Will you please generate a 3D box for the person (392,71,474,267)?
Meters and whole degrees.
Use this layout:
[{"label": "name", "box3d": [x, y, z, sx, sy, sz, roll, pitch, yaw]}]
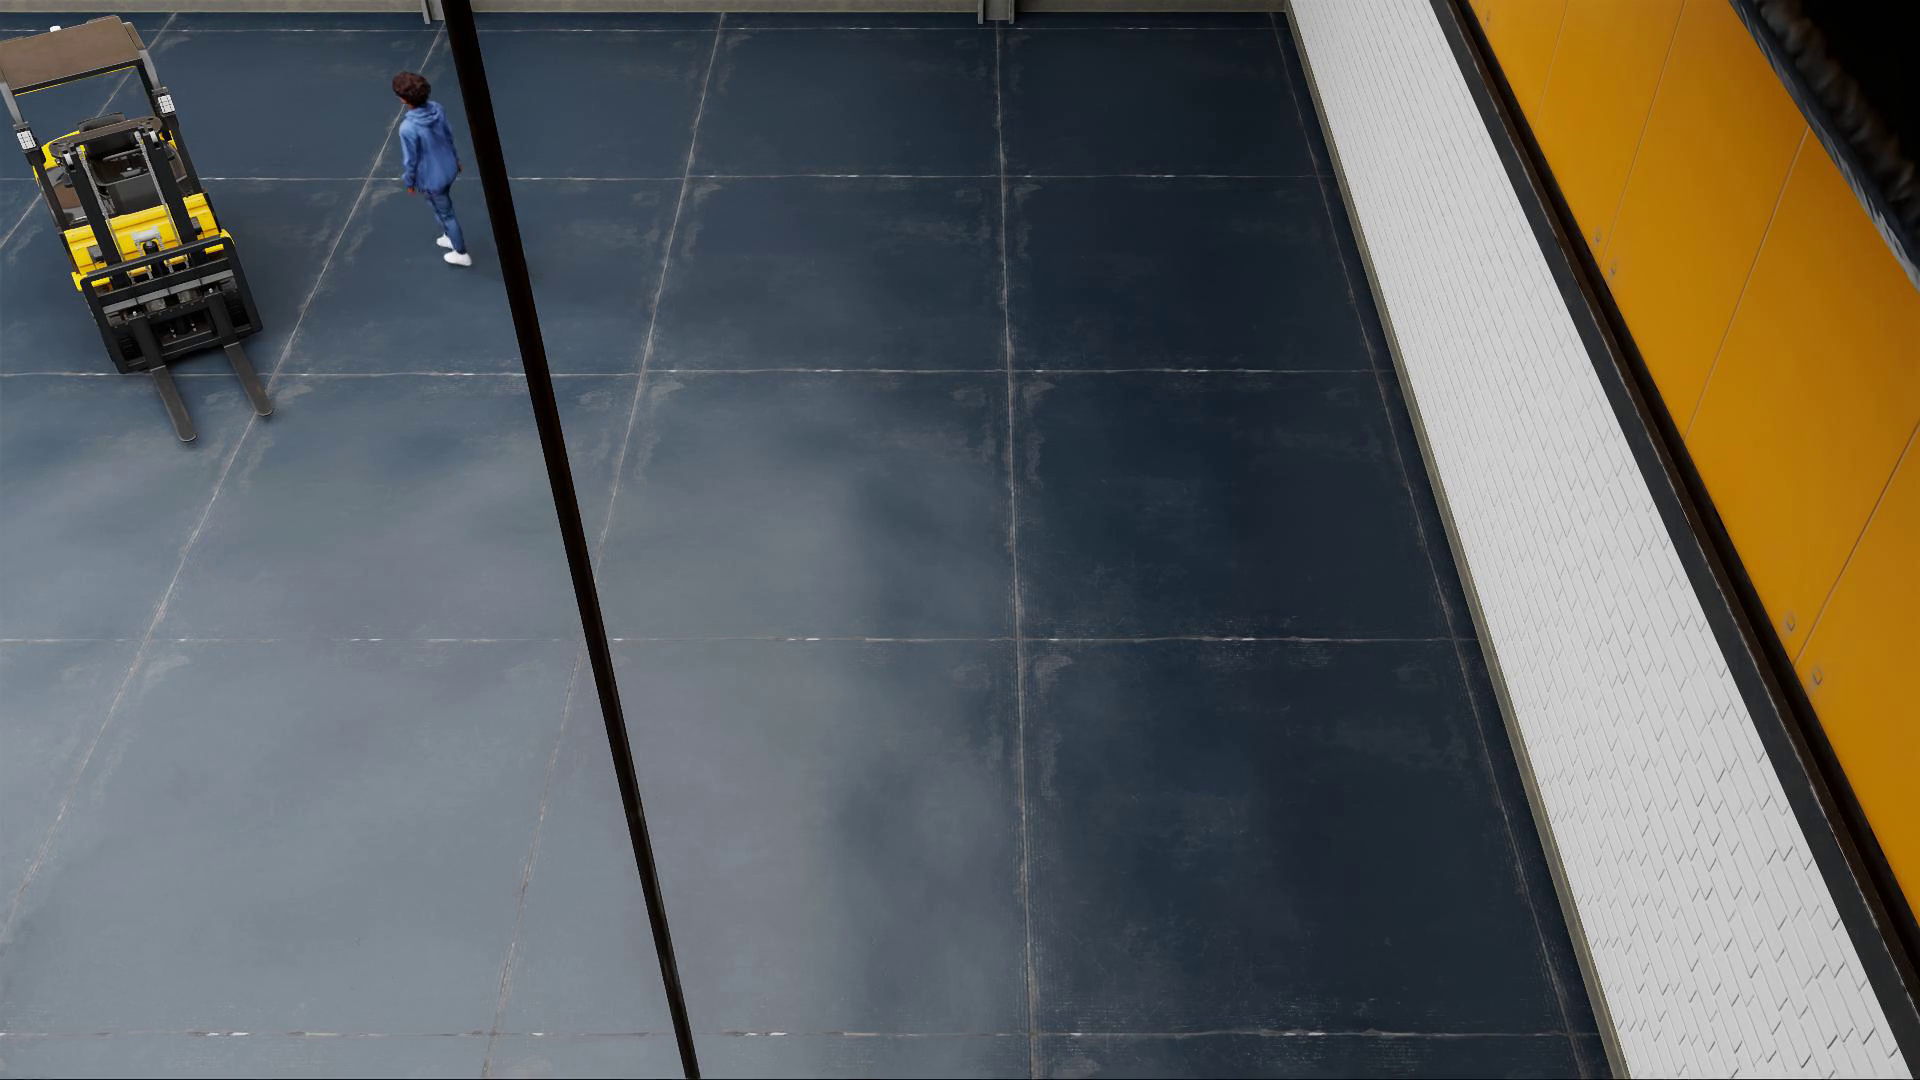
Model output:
[{"label": "person", "box3d": [-4.390, -3.108, 14.115, 0.868, 1.793, 0.834, 18, 47, 18]}]
